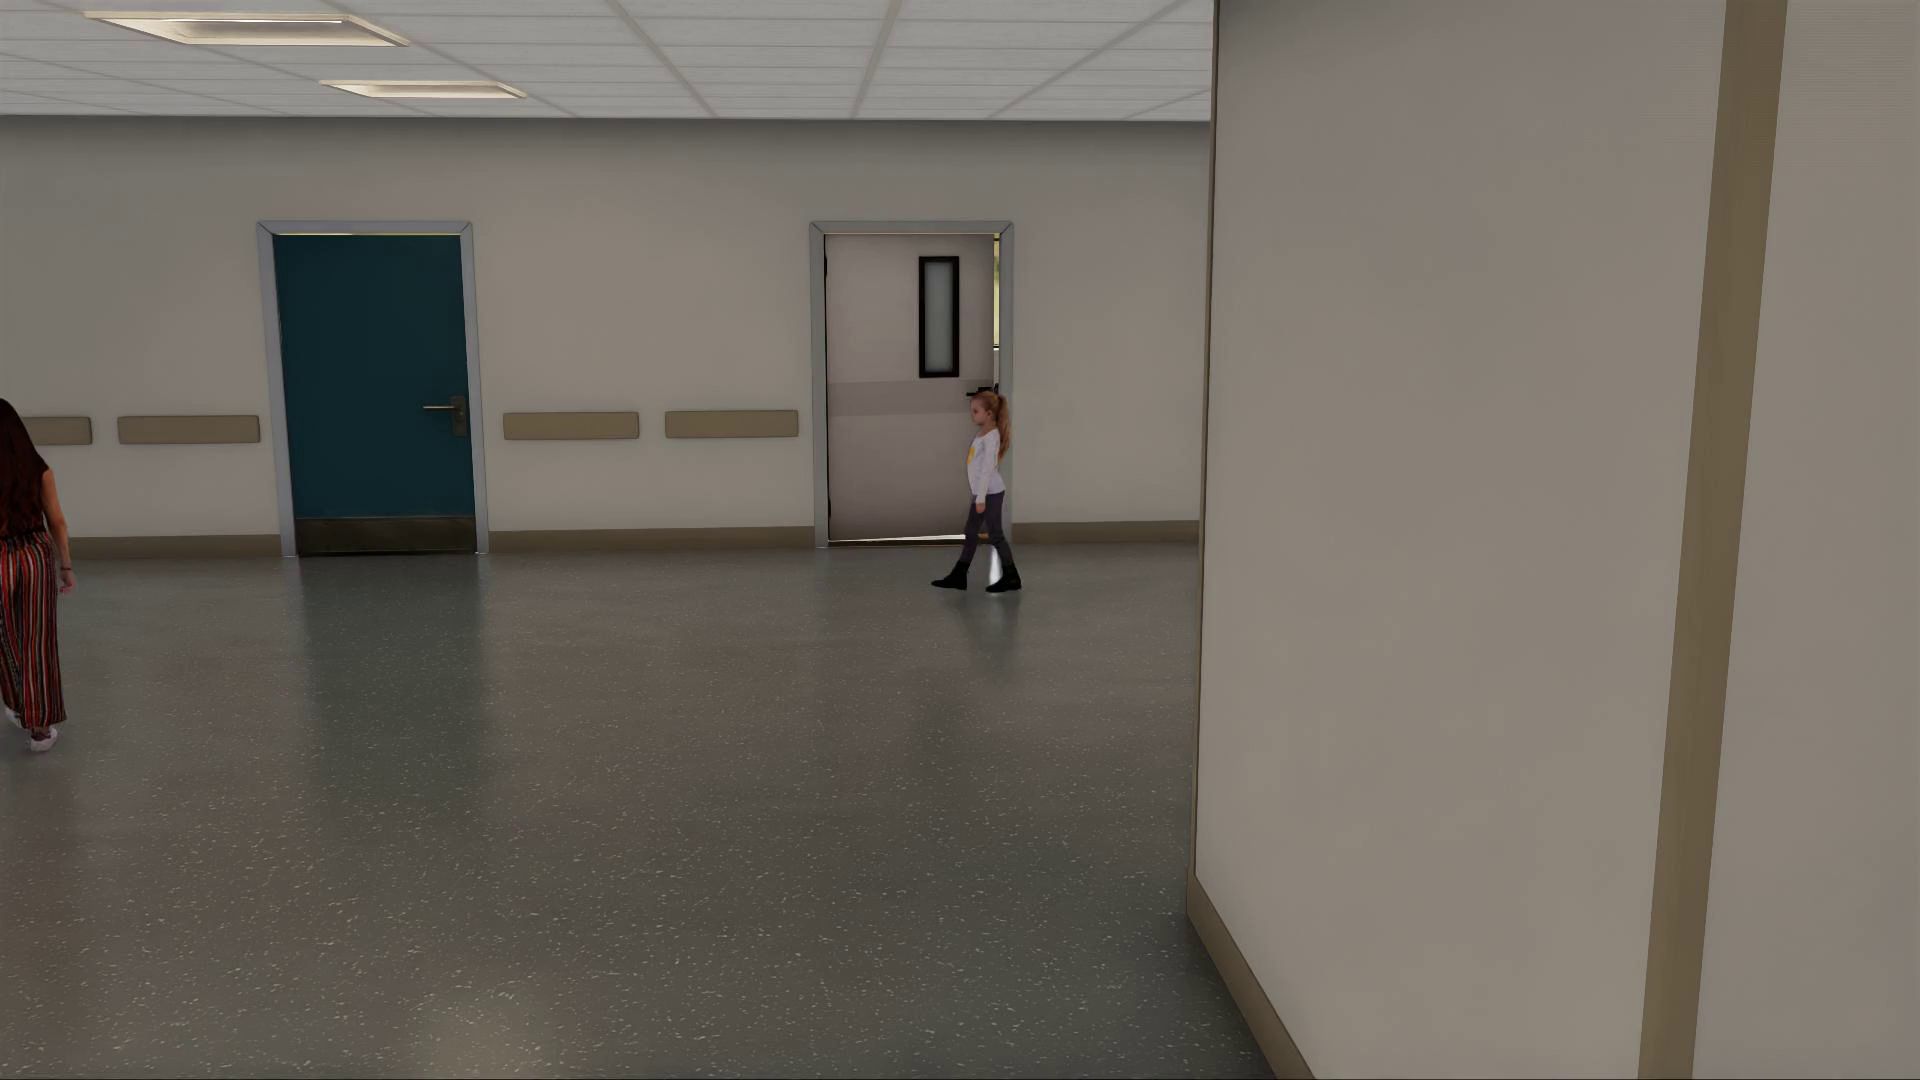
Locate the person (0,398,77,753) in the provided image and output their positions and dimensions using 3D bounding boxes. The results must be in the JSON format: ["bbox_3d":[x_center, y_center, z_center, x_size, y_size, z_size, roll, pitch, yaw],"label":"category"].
[{"bbox_3d":[-4.102,0.163,7.247,0.906,1.537,0.881,-7,13,-31],"label":"person"}]

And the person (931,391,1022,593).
[{"bbox_3d":[0.223,-0.282,10.339,0.791,1.258,0.549,-2,11,-9],"label":"person"}]
